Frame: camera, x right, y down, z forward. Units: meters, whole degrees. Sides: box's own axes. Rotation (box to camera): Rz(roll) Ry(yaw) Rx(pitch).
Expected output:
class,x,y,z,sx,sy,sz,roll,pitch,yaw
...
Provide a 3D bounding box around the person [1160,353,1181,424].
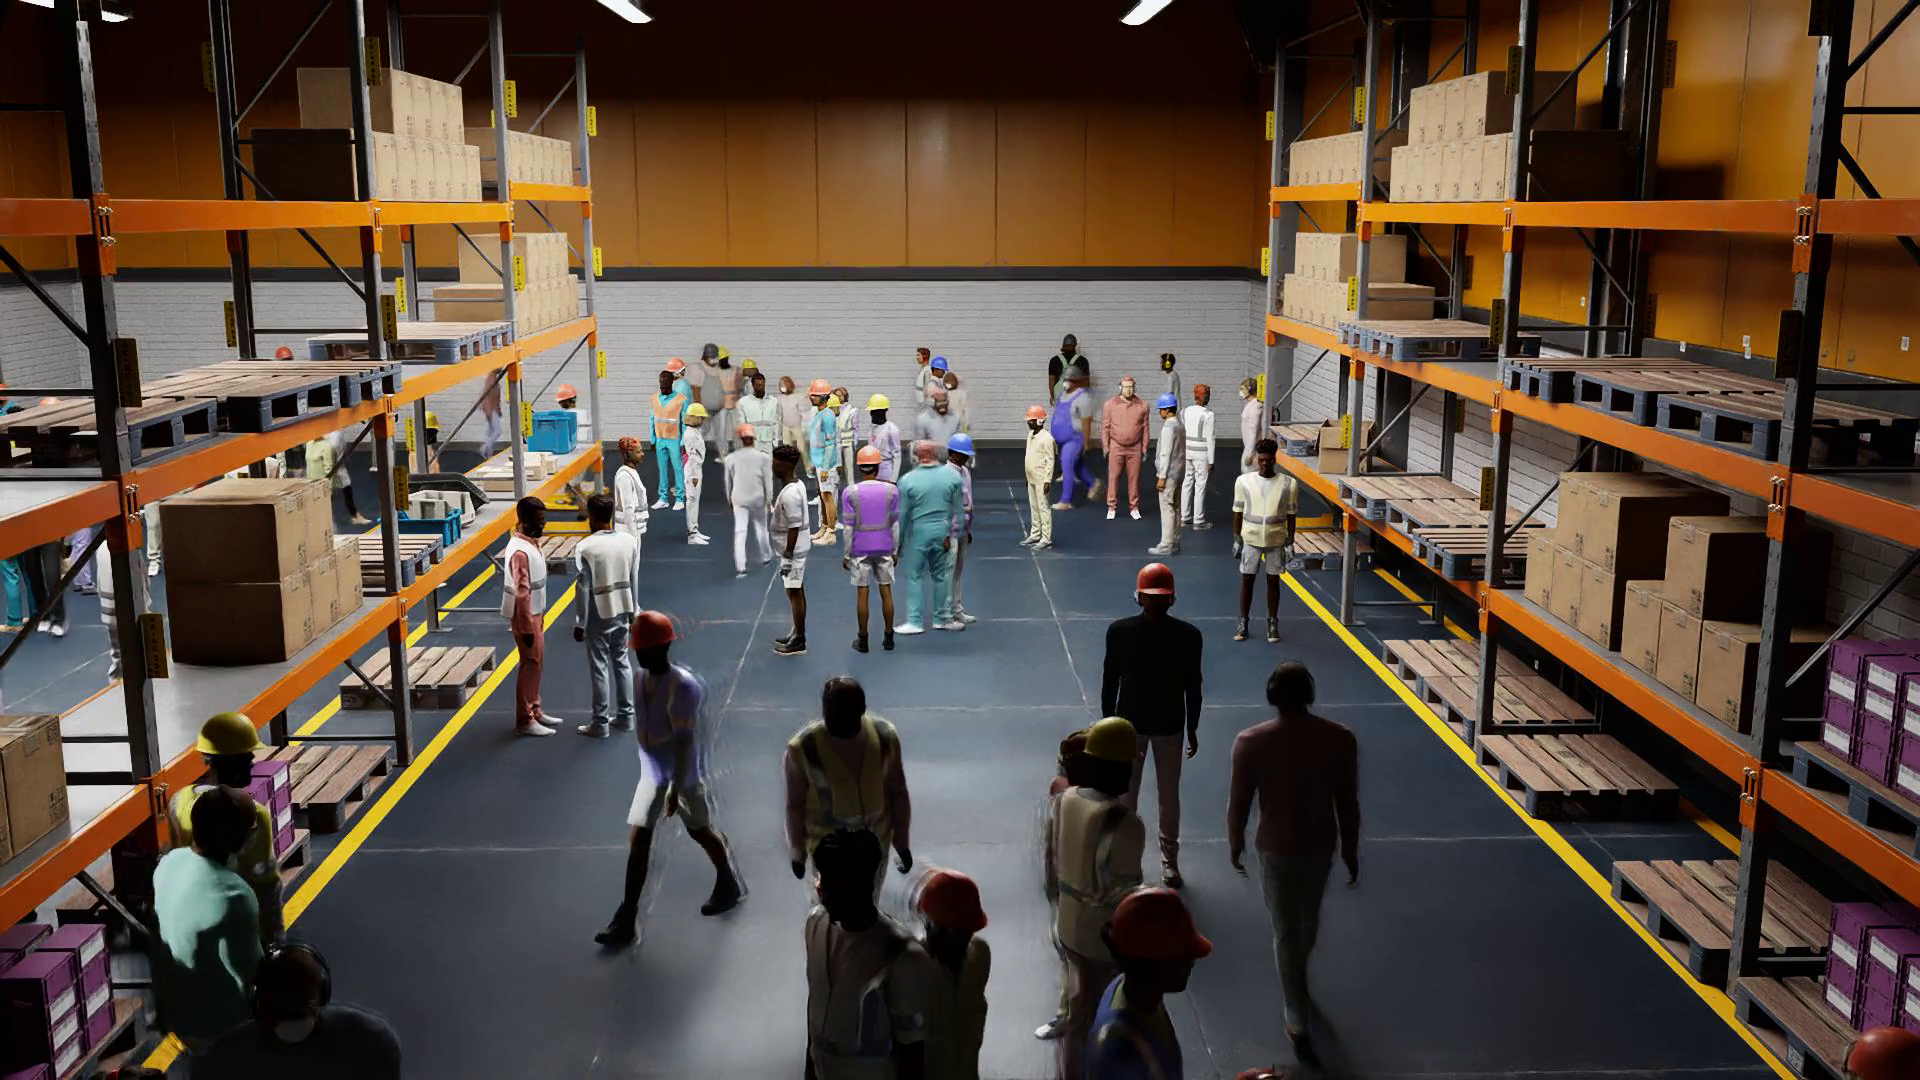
class,x,y,z,sx,sy,sz,roll,pitch,yaw
person,3.302,-2.005,26.181,0.365,1.854,0.518,2,12,12

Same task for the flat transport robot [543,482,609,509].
class,x,y,z,sx,sy,sz,roll,pitch,yaw
flat transport robot,-5.427,-0.637,23.279,0.652,0.197,1.431,1,11,3

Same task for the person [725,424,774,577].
class,x,y,z,sx,sy,sz,roll,pitch,yaw
person,-2.373,-0.470,18.846,0.568,1.692,0.928,1,11,7

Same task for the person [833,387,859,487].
class,x,y,z,sx,sy,sz,roll,pitch,yaw
person,-1.664,-1.336,23.335,0.514,1.642,0.310,3,12,13

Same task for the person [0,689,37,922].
class,x,y,z,sx,sy,sz,roll,pitch,yaw
person,-5.530,1.302,9.392,0.374,1.928,0.543,1,11,3

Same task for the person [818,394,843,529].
class,x,y,z,sx,sy,sz,roll,pitch,yaw
person,-1.650,-1.007,21.431,0.296,1.743,0.492,-7,13,-33

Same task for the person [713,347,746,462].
class,x,y,z,sx,sy,sz,roll,pitch,yaw
person,-3.738,-2.181,26.961,0.627,1.890,0.479,0,11,-1

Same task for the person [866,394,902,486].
class,x,y,z,sx,sy,sz,roll,pitch,yaw
person,-0.932,-0.782,19.840,0.388,1.926,0.590,-8,14,-35

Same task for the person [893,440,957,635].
class,x,y,z,sx,sy,sz,roll,pitch,yaw
person,-0.369,-0.020,16.141,0.821,1.887,0.445,-6,13,-28

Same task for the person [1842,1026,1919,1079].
class,x,y,z,sx,sy,sz,roll,pitch,yaw
person,2.698,2.268,4.986,0.567,1.748,0.339,-9,14,-38

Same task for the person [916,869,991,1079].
class,x,y,z,sx,sy,sz,roll,pitch,yaw
person,-0.088,2.033,6.297,0.543,1.706,0.876,-9,14,-37

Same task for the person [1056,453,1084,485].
class,x,y,z,sx,sy,sz,roll,pitch,yaw
person,1.681,-1.683,24.933,0.318,1.699,0.535,-10,15,-40

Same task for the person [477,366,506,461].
class,x,y,z,sx,sy,sz,roll,pitch,yaw
person,-7.521,-2.090,26.862,0.438,1.746,0.535,-2,11,-8

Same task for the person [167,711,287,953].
class,x,y,z,sx,sy,sz,roll,pitch,yaw
person,-3.212,1.700,7.401,0.594,1.922,0.385,5,12,25

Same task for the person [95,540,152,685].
class,x,y,z,sx,sy,sz,roll,pitch,yaw
person,-6.403,0.642,12.810,0.574,1.882,0.358,9,14,37

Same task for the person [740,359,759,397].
class,x,y,z,sx,sy,sz,roll,pitch,yaw
person,-3.332,-2.022,26.536,0.320,1.738,0.484,0,11,2

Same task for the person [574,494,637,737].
class,x,y,z,sx,sy,sz,roll,pitch,yaw
person,-2.759,0.589,13.024,0.406,1.909,0.595,8,14,35

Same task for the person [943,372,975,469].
class,x,y,z,sx,sy,sz,roll,pitch,yaw
person,-0.036,-1.818,25.816,0.541,1.609,0.510,8,14,36

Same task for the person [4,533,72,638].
class,x,y,z,sx,sy,sz,roll,pitch,yaw
person,-8.849,0.017,15.935,0.598,1.887,0.973,-4,12,-19

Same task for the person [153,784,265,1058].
class,x,y,z,sx,sy,sz,roll,pitch,yaw
person,-2.895,1.878,6.537,0.428,1.915,0.639,-11,16,-43

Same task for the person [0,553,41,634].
class,x,y,z,sx,sy,sz,roll,pitch,yaw
person,-9.219,-0.009,16.173,0.345,1.846,0.506,4,12,20

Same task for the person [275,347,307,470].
class,x,y,z,sx,sy,sz,roll,pitch,yaw
person,-10.405,-2.008,25.840,0.402,1.987,0.613,9,15,39

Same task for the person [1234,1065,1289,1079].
class,x,y,z,sx,sy,sz,roll,pitch,yaw
person,0.849,2.311,4.490,0.624,1.868,0.407,3,12,15

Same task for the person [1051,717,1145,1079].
class,x,y,z,sx,sy,sz,roll,pitch,yaw
person,0.631,1.719,7.323,0.432,1.908,0.623,-7,13,-32

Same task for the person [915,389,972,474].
class,x,y,z,sx,sy,sz,roll,pitch,yaw
person,-0.180,-0.952,20.838,0.648,1.873,0.826,-7,13,-31

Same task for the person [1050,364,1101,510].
class,x,y,z,sx,sy,sz,roll,pitch,yaw
person,1.607,-1.451,22.907,0.773,2.000,0.690,-5,12,-22

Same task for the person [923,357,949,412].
class,x,y,z,sx,sy,sz,roll,pitch,yaw
person,-0.352,-1.746,24.649,0.402,1.937,0.604,0,11,1

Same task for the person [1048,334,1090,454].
class,x,y,z,sx,sy,sz,roll,pitch,yaw
person,1.832,-2.449,27.913,0.688,2.000,0.536,1,11,7

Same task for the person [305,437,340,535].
class,x,y,z,sx,sy,sz,roll,pitch,yaw
person,-7.461,-0.606,19.392,0.526,1.760,0.332,10,15,40

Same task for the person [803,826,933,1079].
class,x,y,z,sx,sy,sz,roll,pitch,yaw
person,-0.364,1.960,6.017,0.373,1.957,0.606,-11,16,-43

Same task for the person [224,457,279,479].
class,x,y,z,sx,sy,sz,roll,pitch,yaw
person,-7.294,-0.216,17.235,0.563,1.836,0.395,-11,16,-43

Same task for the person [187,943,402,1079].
class,x,y,z,sx,sy,sz,roll,pitch,yaw
person,-2.122,2.115,5.413,0.631,1.910,0.854,-5,12,-23
